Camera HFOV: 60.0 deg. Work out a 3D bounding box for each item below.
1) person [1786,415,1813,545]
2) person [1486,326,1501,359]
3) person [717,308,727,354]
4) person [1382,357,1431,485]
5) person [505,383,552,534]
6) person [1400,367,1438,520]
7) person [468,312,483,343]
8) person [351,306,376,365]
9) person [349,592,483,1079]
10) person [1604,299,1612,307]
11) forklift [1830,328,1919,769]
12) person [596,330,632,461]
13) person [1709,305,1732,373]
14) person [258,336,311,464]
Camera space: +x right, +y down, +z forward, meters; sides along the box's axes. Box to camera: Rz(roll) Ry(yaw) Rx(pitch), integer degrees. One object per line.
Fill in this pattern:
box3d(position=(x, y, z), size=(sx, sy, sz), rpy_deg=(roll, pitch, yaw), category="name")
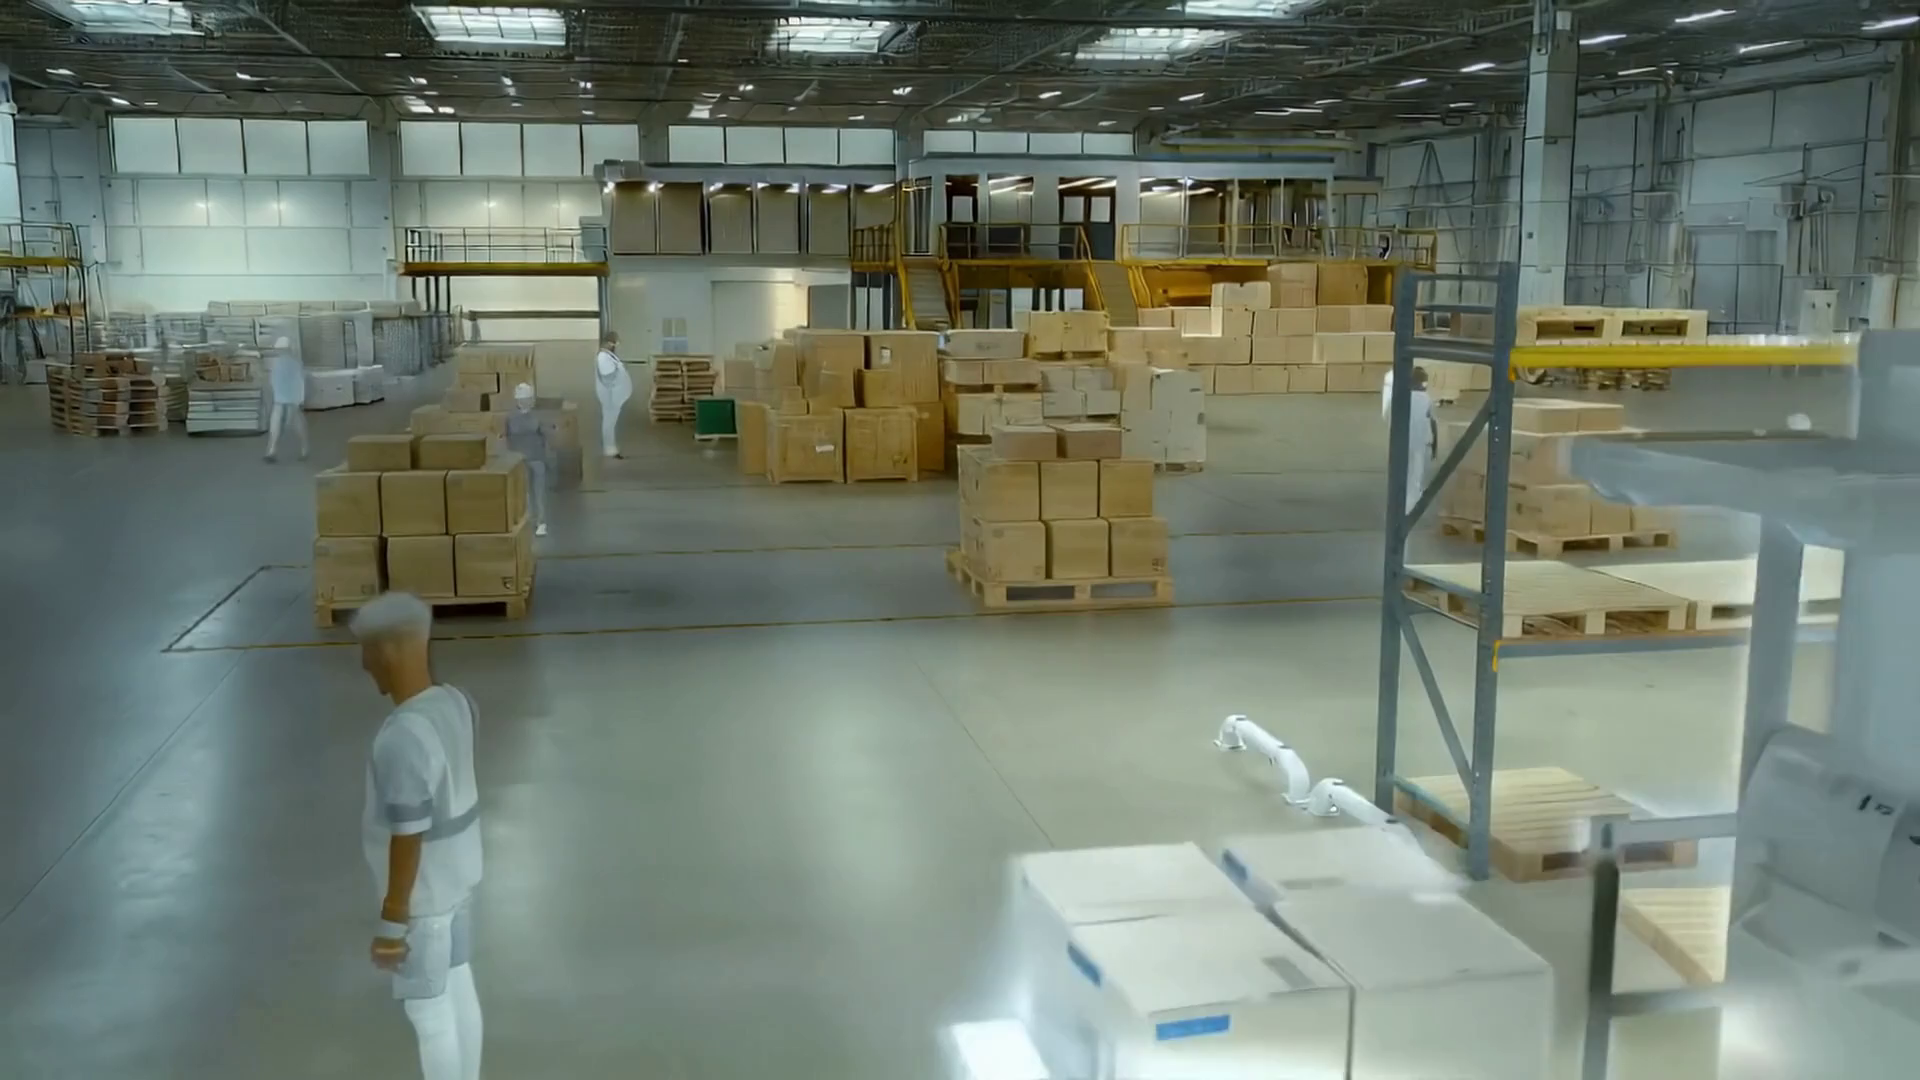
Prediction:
box3d(position=(7.197, -0.215, 14.395), size=(0.486, 1.744, 0.294), rpy_deg=(-1, 9, -7), category="person")
box3d(position=(16.960, -6.529, 52.671), size=(0.646, 1.805, 0.883), rpy_deg=(7, 12, 36), category="person")
box3d(position=(-7.913, -6.869, 54.569), size=(0.967, 1.867, 0.646), rpy_deg=(-6, 11, -31), category="person")
box3d(position=(6.105, -1.681, 22.778), size=(0.635, 1.922, 0.756), rpy_deg=(2, 10, 12), category="person")
box3d(position=(-4.802, -0.874, 18.463), size=(0.543, 1.711, 0.895), rpy_deg=(1, 9, 4), category="person")
box3d(position=(5.392, -1.139, 19.778), size=(0.525, 1.835, 0.909), rpy_deg=(7, 12, 38), category="person")
box3d(position=(-12.178, -4.782, 41.808), size=(0.362, 1.883, 0.576), rpy_deg=(-1, 9, -8), category="person")
box3d(position=(-14.966, -4.866, 41.831), size=(0.611, 2.042, 0.394), rpy_deg=(2, 10, 14), category="person")
box3d(position=(-1.785, 1.135, 5.508), size=(0.377, 1.959, 0.603), rpy_deg=(0, 9, 2), category="person")
box3d(position=(20.389, -6.605, 52.575), size=(0.610, 1.995, 0.375), rpy_deg=(-7, 12, -38), category="person")
box3d(position=(2.870, 0.817, 4.644), size=(1.873, 2.768, 1.129), rpy_deg=(-2, 10, -12), category="forklift")
box3d(position=(-5.391, -2.260, 25.953), size=(0.539, 2.000, 0.689), rpy_deg=(-2, 9, -10), category="person")
box3d(position=(21.605, -5.697, 47.224), size=(0.614, 1.933, 0.412), rpy_deg=(8, 12, 40), category="person")
box3d(position=(-10.362, -2.136, 25.473), size=(0.641, 1.946, 0.974), rpy_deg=(3, 10, 17), category="person")
